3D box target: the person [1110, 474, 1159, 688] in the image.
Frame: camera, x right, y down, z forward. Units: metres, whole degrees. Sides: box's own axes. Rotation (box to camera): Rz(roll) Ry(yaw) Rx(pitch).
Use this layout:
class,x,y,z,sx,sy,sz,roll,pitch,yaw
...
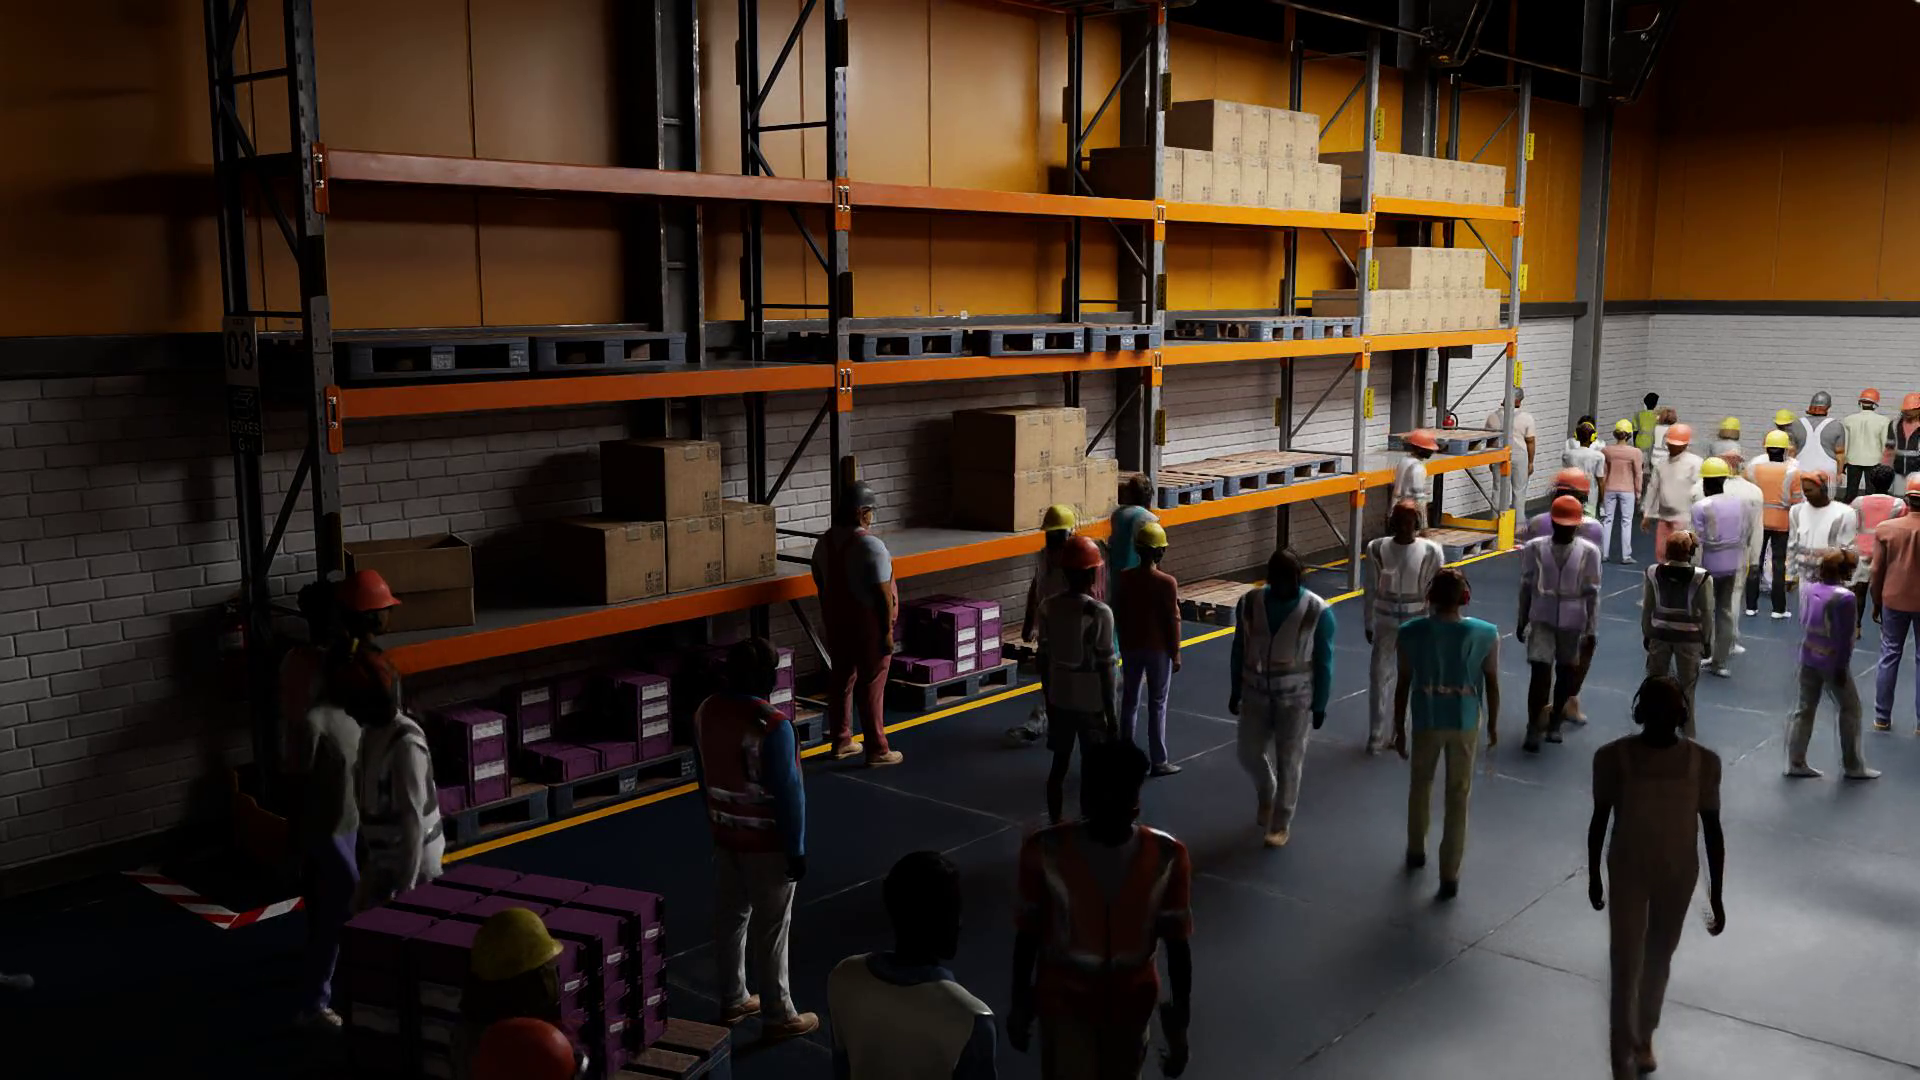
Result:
class,x,y,z,sx,sy,sz,roll,pitch,yaw
person,1.455,0.352,14.073,0.505,1.805,0.625,7,11,38

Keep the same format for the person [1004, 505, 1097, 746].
class,x,y,z,sx,sy,sz,roll,pitch,yaw
person,0.711,0.623,12.395,0.950,1.776,0.620,-6,11,-33

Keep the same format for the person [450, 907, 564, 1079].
class,x,y,z,sx,sy,sz,roll,pitch,yaw
person,-1.197,1.853,4.579,0.487,1.746,0.289,7,12,40

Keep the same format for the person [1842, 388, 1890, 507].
class,x,y,z,sx,sy,sz,roll,pitch,yaw
person,12.267,-1.058,22.548,0.612,1.995,0.377,7,12,40

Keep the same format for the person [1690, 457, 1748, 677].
class,x,y,z,sx,sy,sz,roll,pitch,yaw
person,6.552,0.240,14.463,0.610,1.910,0.463,-3,9,-16

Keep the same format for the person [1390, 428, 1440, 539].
class,x,y,z,sx,sy,sz,roll,pitch,yaw
person,4.765,-0.247,17.651,0.570,1.889,0.554,0,9,0

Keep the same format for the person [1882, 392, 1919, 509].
class,x,y,z,sx,sy,sz,roll,pitch,yaw
person,12.481,-0.946,21.805,0.906,2.008,0.641,-7,11,-38

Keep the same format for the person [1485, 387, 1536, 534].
class,x,y,z,sx,sy,sz,roll,pitch,yaw
person,7.542,-1.106,22.712,0.684,2.000,0.538,7,12,40

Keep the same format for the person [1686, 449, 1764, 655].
class,x,y,z,sx,sy,sz,roll,pitch,yaw
person,7.054,0.114,15.373,0.679,1.888,0.451,6,11,35

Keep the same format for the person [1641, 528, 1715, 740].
class,x,y,z,sx,sy,sz,roll,pitch,yaw
person,5.220,0.735,12.127,0.514,1.641,0.307,7,12,40

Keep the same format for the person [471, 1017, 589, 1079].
class,x,y,z,sx,sy,sz,roll,pitch,yaw
person,-0.992,1.955,3.928,0.371,1.734,0.578,-2,9,-15

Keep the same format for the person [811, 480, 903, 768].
class,x,y,z,sx,sy,sz,roll,pitch,yaw
person,-0.692,0.582,11.822,0.684,2.000,0.538,7,12,40

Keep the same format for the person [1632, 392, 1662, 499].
class,x,y,z,sx,sy,sz,roll,pitch,yaw
person,10.839,-1.471,26.171,0.535,1.697,0.318,7,12,40

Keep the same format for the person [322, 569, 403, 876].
class,x,y,z,sx,sy,sz,roll,pitch,yaw
person,-2.858,1.155,8.110,0.608,2.048,0.365,7,12,40

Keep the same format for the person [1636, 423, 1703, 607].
class,x,y,z,sx,sy,sz,roll,pitch,yaw
person,7.414,-0.238,17.319,0.422,1.971,0.704,-4,10,-22

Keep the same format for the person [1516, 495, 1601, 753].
class,x,y,z,sx,sy,sz,roll,pitch,yaw
person,4.340,0.619,12.076,0.560,1.884,0.964,3,9,19

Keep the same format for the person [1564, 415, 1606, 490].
class,x,y,z,sx,sy,sz,roll,pitch,yaw
person,8.245,-0.814,21.997,0.528,1.668,0.685,4,10,24

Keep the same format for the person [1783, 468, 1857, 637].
class,x,y,z,sx,sy,sz,roll,pitch,yaw
person,7.399,0.302,14.238,0.533,1.861,0.599,-6,11,-34

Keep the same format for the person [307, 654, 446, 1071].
class,x,y,z,sx,sy,sz,roll,pitch,yaw
person,-2.508,1.396,7.219,0.885,1.835,0.638,-7,11,-38

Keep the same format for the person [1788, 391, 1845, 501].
class,x,y,z,sx,sy,sz,roll,pitch,yaw
person,11.008,-0.899,21.375,0.684,2.000,0.538,7,12,40

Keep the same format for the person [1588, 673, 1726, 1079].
class,x,y,z,sx,sy,sz,roll,pitch,yaw
person,2.905,1.460,6.942,0.514,1.801,0.937,2,9,12

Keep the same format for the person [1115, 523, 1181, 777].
class,x,y,z,sx,sy,sz,roll,pitch,yaw
person,1.313,0.759,11.570,0.525,1.769,0.310,7,12,40

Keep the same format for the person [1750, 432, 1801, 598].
class,x,y,z,sx,sy,sz,roll,pitch,yaw
person,8.893,-0.270,18.091,0.586,1.797,0.932,-1,9,-9

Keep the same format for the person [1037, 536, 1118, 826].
class,x,y,z,sx,sy,sz,roll,pitch,yaw
person,0.711,0.938,9.848,0.545,1.942,0.349,7,12,40

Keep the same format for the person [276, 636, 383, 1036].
class,x,y,z,sx,sy,sz,roll,pitch,yaw
person,-2.730,1.358,7.493,0.695,1.830,0.596,1,9,6

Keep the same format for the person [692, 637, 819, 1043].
class,x,y,z,sx,sy,sz,roll,pitch,yaw
person,-0.919,1.345,7.543,0.627,1.844,0.429,7,12,40

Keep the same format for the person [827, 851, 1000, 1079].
class,x,y,z,sx,sy,sz,roll,pitch,yaw
person,-0.114,1.776,4.516,0.593,1.920,0.391,7,12,40

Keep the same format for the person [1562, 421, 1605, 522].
class,x,y,z,sx,sy,sz,roll,pitch,yaw
person,6.999,-0.398,18.685,0.513,1.876,0.328,7,12,40

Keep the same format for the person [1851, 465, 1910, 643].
class,x,y,z,sx,sy,sz,roll,pitch,yaw
person,8.733,0.132,15.826,0.535,1.699,0.318,7,12,40

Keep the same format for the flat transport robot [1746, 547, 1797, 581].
class,x,y,z,sx,sy,sz,roll,pitch,yaw
flat transport robot,9.449,0.261,19.582,0.652,0.197,1.431,4,10,23

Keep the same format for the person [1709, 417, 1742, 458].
class,x,y,z,sx,sy,sz,roll,pitch,yaw
person,9.819,-0.733,21.407,0.897,1.698,0.489,-5,10,-31

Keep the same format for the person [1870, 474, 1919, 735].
class,x,y,z,sx,sy,sz,roll,pitch,yaw
person,7.231,0.484,12.605,0.612,1.995,0.377,7,12,40

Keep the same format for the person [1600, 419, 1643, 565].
class,x,y,z,sx,sy,sz,roll,pitch,yaw
person,8.024,-0.583,20.215,0.525,1.772,0.304,7,12,40

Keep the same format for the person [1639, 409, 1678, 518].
class,x,y,z,sx,sy,sz,roll,pitch,yaw
person,10.146,-1.095,24.054,0.350,1.611,0.592,-1,9,-8

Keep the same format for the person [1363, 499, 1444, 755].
class,x,y,z,sx,sy,sz,roll,pitch,yaw
person,3.179,0.643,12.015,0.576,1.858,0.756,3,9,19

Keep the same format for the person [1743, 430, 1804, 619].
class,x,y,z,sx,sy,sz,roll,pitch,yaw
person,8.262,-0.155,16.936,0.587,1.930,0.359,7,12,40

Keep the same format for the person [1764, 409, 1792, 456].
class,x,y,z,sx,sy,sz,roll,pitch,yaw
person,10.970,-0.883,22.242,0.449,1.736,0.534,-6,11,-35

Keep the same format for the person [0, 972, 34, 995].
class,x,y,z,sx,sy,sz,roll,pitch,yaw
person,-4.789,1.278,7.730,0.655,1.923,0.609,-7,11,-36

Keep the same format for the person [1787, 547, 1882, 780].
class,x,y,z,sx,sy,sz,roll,pitch,yaw
person,6.057,0.852,11.418,0.699,1.609,0.546,-1,9,-4

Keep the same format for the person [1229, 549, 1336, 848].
class,x,y,z,sx,sy,sz,roll,pitch,yaw
person,1.942,0.953,10.118,0.644,1.827,0.443,5,10,28

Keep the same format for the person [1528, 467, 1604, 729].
class,x,y,z,sx,sy,sz,roll,pitch,yaw
person,4.643,0.451,12.740,0.569,2.018,0.628,-8,12,-44

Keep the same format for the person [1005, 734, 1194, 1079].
class,x,y,z,sx,sy,sz,roll,pitch,yaw
person,0.490,1.609,5.614,0.630,1.905,1.008,-1,9,-7

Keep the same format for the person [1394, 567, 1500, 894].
class,x,y,z,sx,sy,sz,roll,pitch,yaw
person,2.794,1.051,9.551,0.591,1.808,0.857,2,9,16
